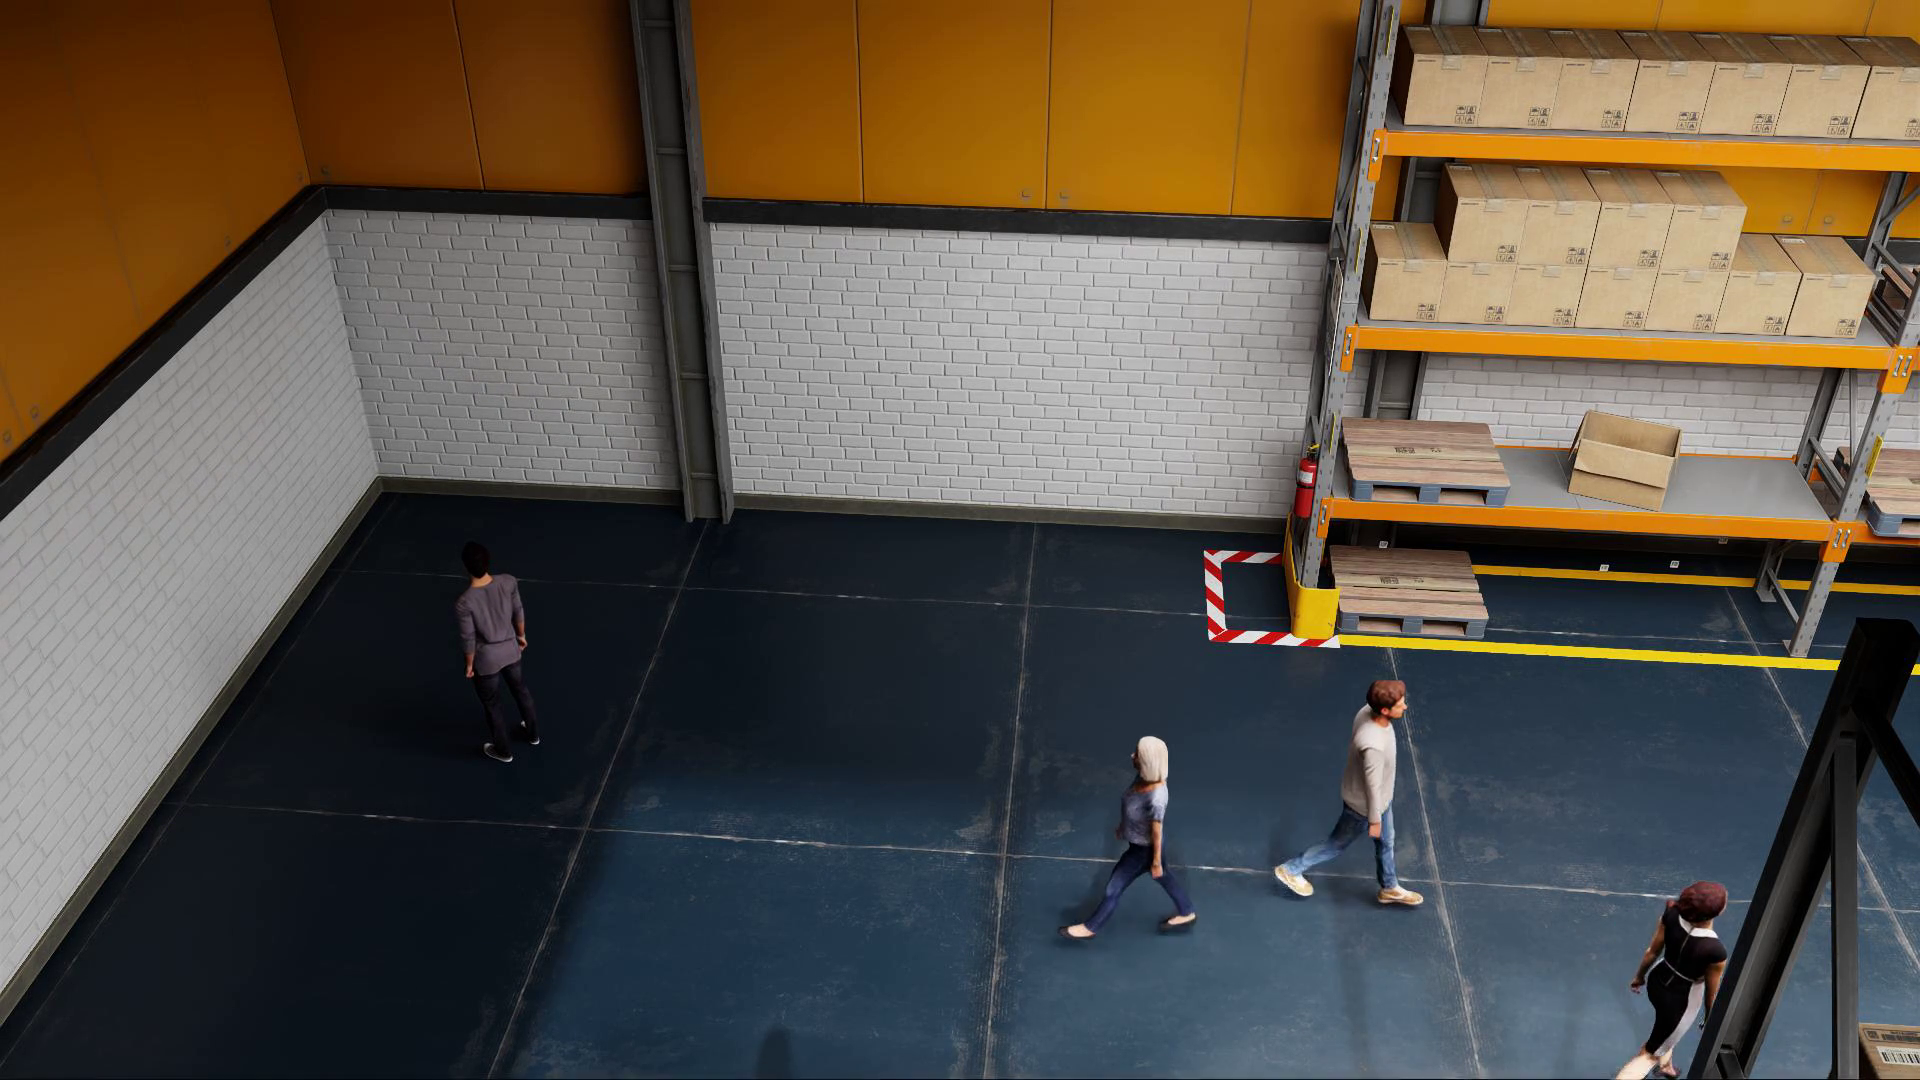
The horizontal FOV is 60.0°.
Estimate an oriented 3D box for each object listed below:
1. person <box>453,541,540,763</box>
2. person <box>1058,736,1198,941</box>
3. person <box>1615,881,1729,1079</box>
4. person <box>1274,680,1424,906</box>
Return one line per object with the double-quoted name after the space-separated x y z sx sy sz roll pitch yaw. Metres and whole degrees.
-3.384 0.804 12.110 0.769 1.854 0.742 28 43 35 "person"
1.257 1.931 10.583 1.143 1.669 0.609 1 34 1 "person"
3.955 2.664 9.399 1.202 1.757 0.997 -16 37 -22 "person"
2.540 1.667 10.804 1.274 1.862 0.832 9 35 13 "person"
